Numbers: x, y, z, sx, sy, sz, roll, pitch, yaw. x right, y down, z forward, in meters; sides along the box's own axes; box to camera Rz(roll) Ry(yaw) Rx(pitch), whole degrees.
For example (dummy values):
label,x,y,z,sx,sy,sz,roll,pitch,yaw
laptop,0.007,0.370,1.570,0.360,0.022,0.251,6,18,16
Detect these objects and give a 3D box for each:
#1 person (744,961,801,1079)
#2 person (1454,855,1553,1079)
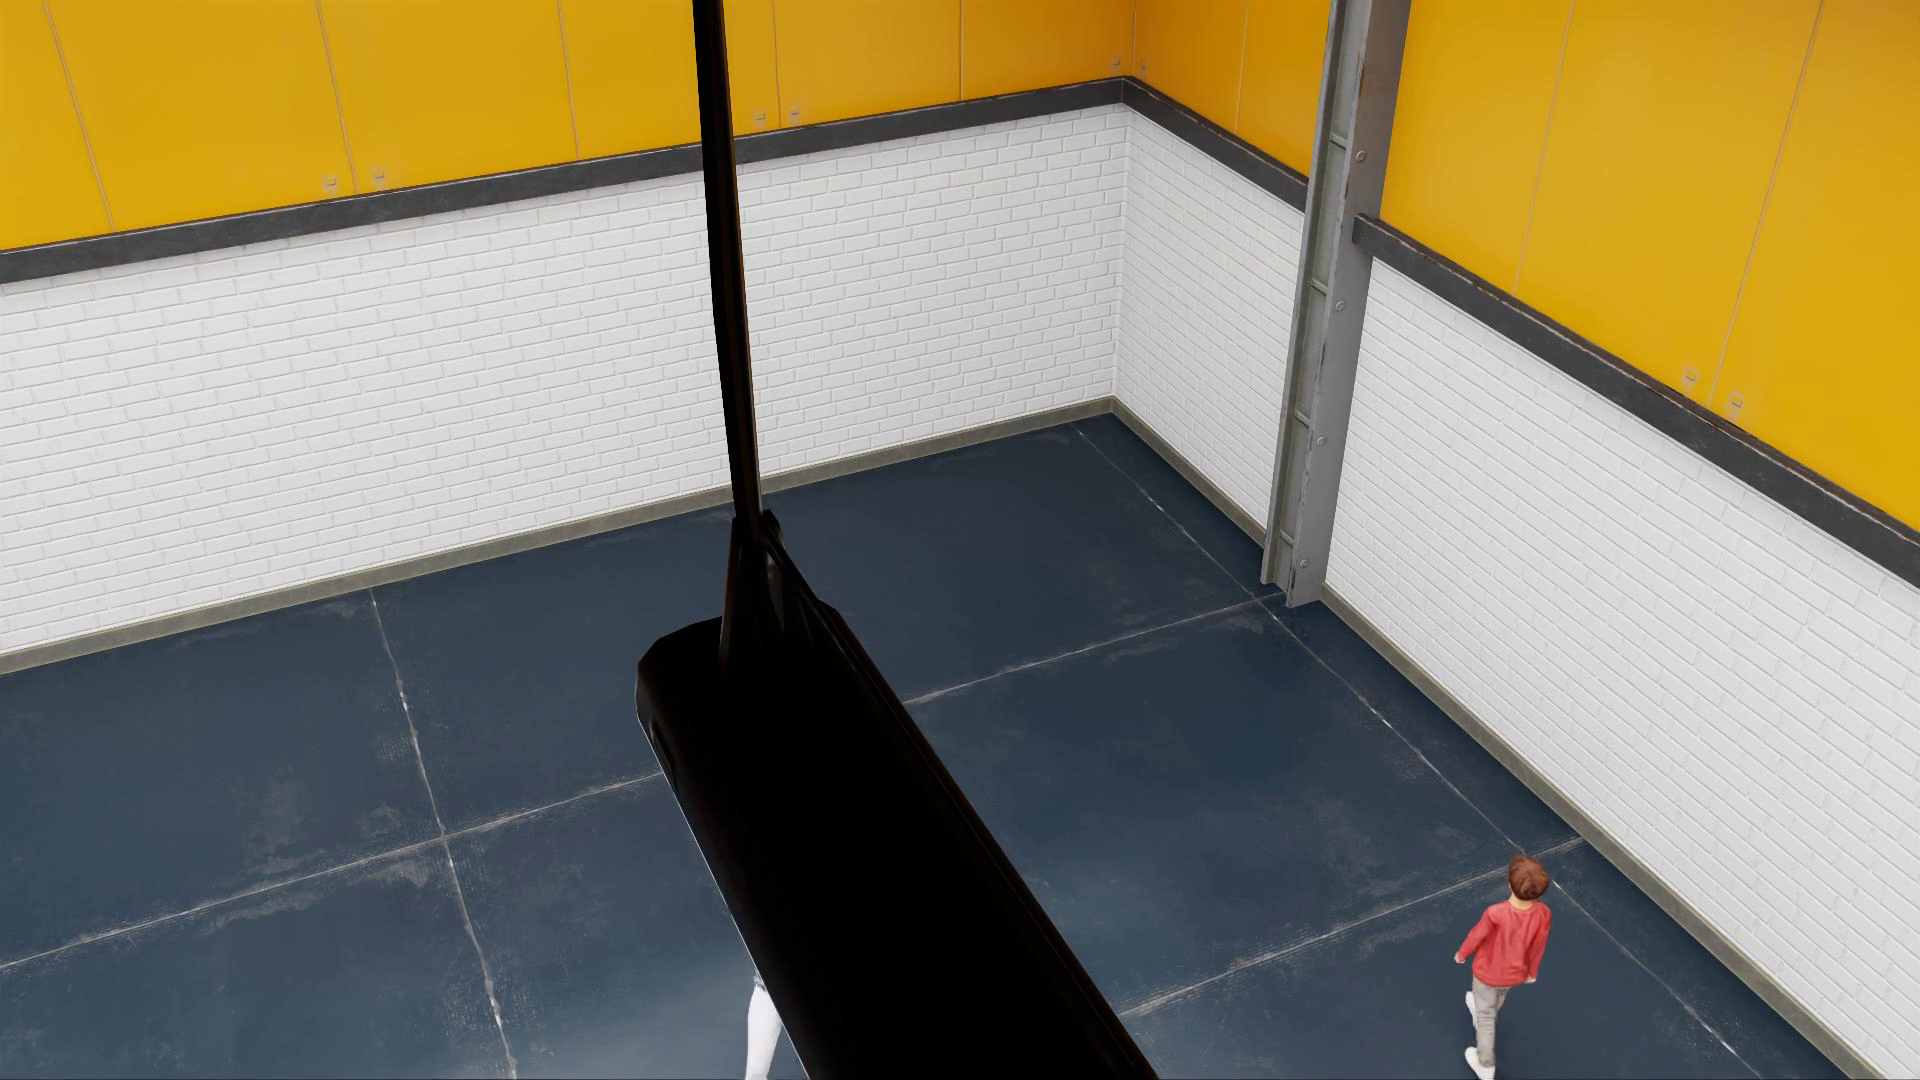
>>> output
label,x,y,z,sx,sy,sz,roll,pitch,yaw
person,-0.788,2.243,8.223,1.045,1.698,1.022,19,38,26
person,2.798,2.235,8.507,0.653,1.398,0.844,-6,34,-9
